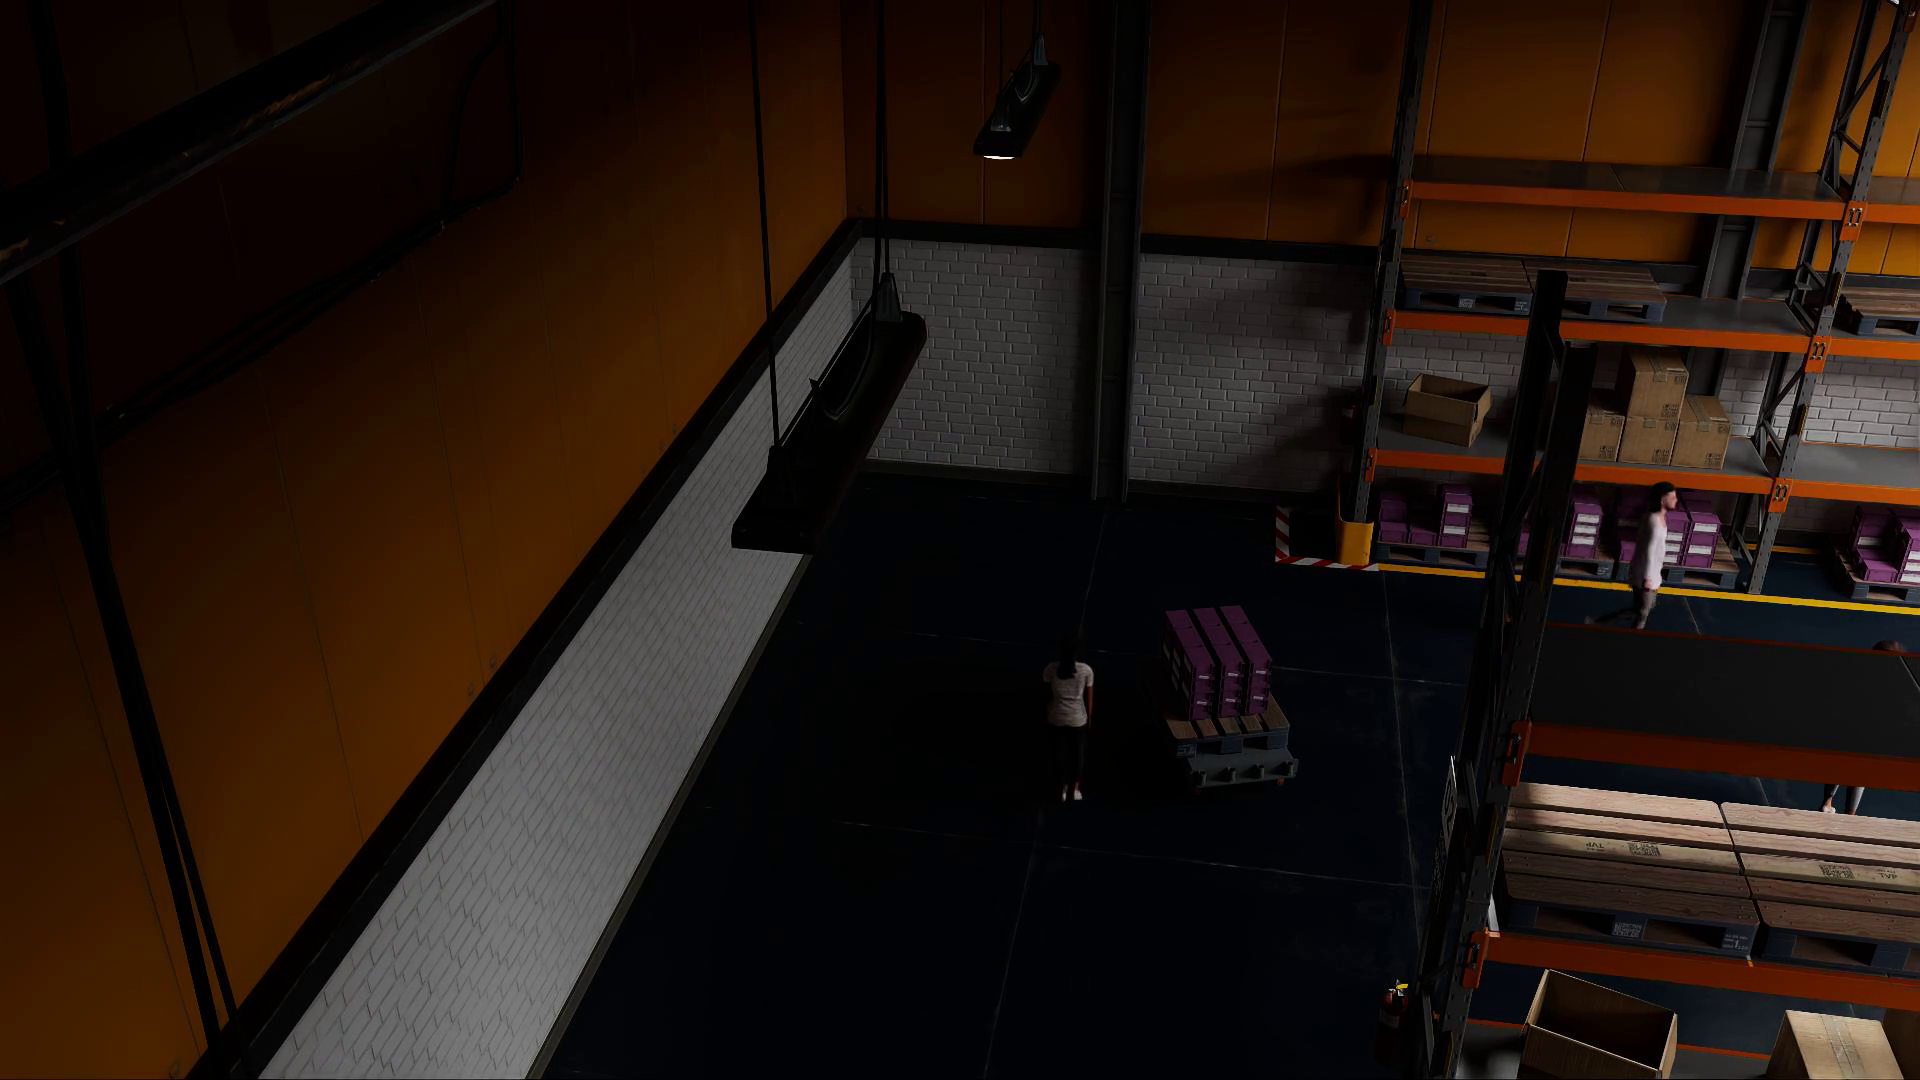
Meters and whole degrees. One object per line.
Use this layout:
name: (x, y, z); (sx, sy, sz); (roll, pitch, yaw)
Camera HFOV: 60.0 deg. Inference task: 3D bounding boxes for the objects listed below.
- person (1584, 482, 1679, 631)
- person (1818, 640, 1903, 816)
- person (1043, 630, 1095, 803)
person: (6.352, 0.280, 15.587); (1.025, 1.825, 0.829); (13, 31, 22)
person: (7.222, 1.558, 13.304); (0.695, 1.767, 0.666); (-12, 31, -21)
person: (0.865, 1.500, 13.551); (0.637, 1.633, 0.665); (2, 29, 3)
